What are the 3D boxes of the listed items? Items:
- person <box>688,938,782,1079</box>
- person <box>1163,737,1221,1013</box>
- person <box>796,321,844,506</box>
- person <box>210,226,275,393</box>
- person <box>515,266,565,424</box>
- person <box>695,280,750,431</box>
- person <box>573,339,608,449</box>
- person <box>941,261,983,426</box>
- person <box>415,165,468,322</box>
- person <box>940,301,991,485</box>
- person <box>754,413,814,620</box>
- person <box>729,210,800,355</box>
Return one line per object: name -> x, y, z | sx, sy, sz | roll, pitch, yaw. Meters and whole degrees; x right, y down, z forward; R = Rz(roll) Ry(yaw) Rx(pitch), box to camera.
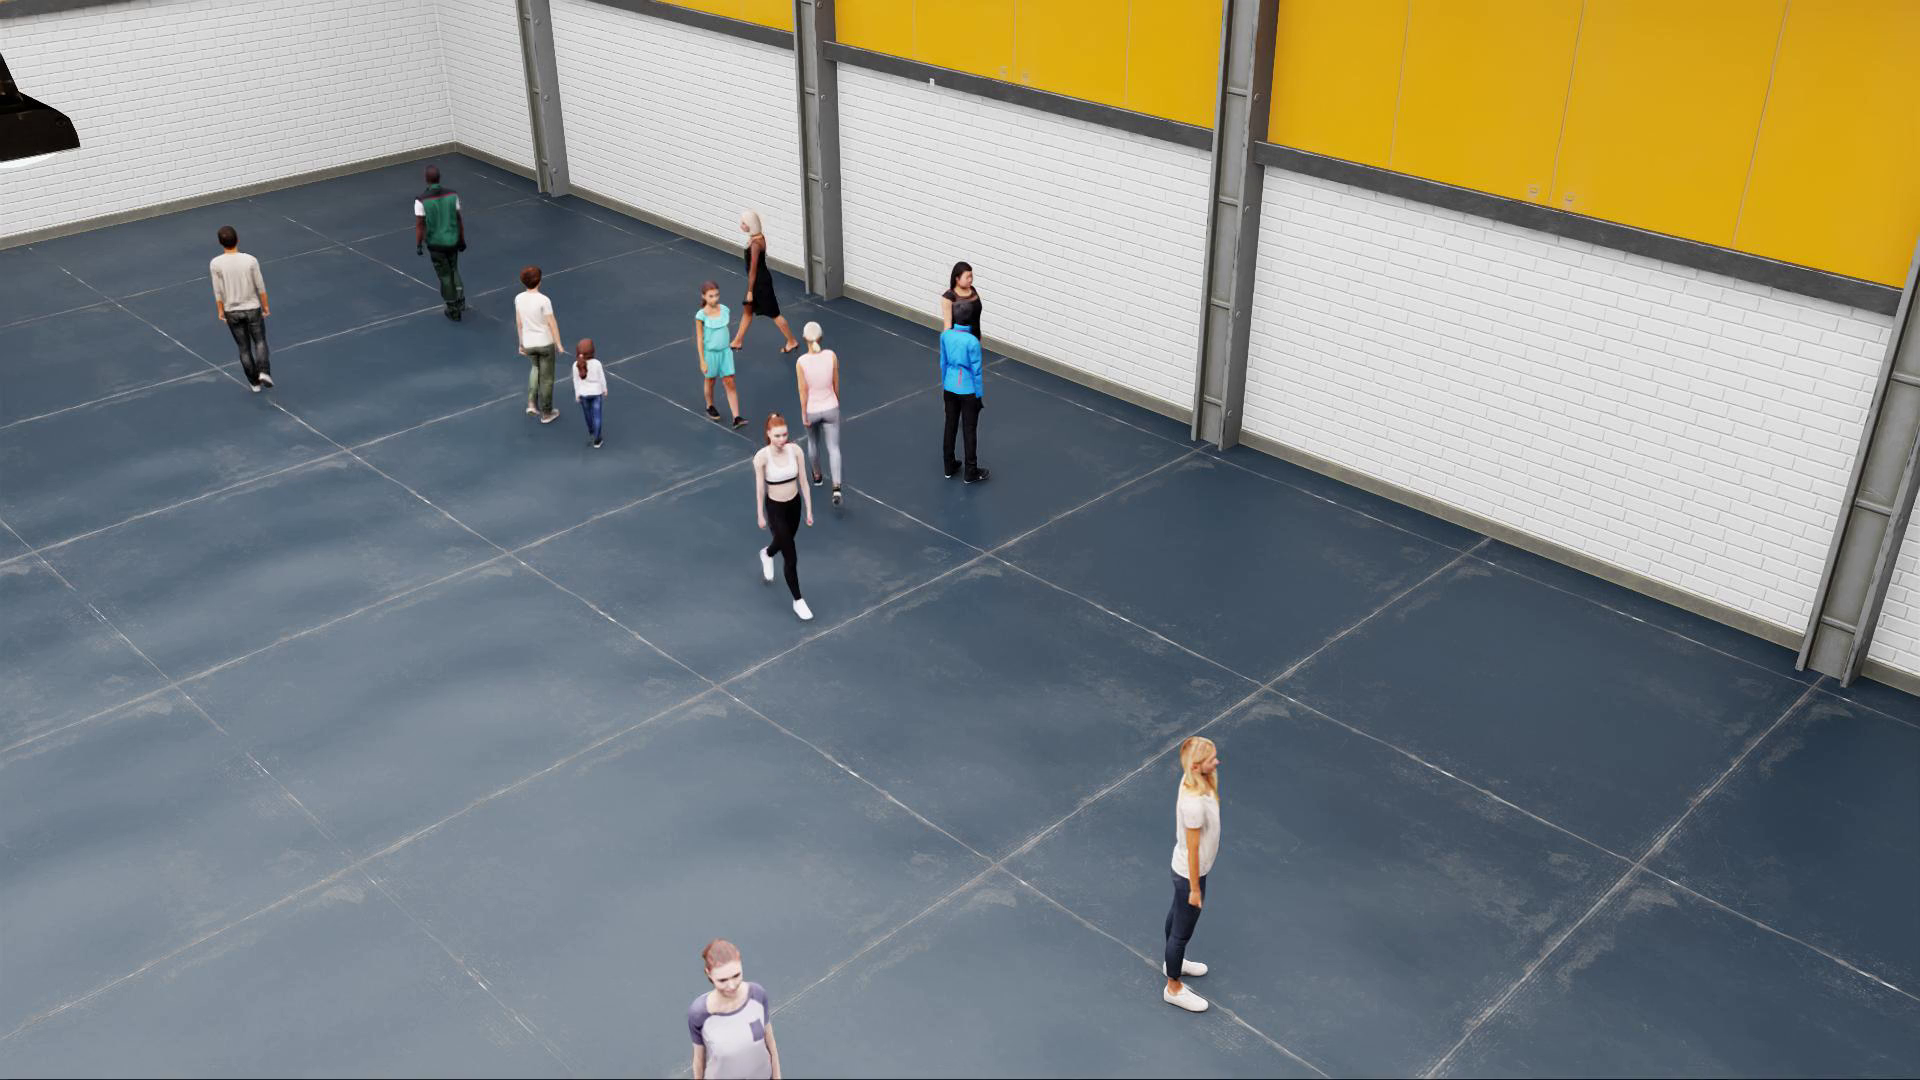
person -> -1.120, 2.653, 8.272 | 0.815, 1.728, 1.170 | -14, 32, -24
person -> 1.321, 1.892, 9.582 | 0.697, 1.809, 0.670 | 4, 29, 7
person -> -1.255, -1.144, 15.265 | 0.961, 1.697, 1.159 | -5, 29, -10
person -> -7.500, -2.372, 17.410 | 0.791, 1.798, 0.854 | -12, 31, -21
person -> -4.281, -1.931, 16.762 | 0.714, 1.644, 0.764 | 9, 30, 16
person -> -2.506, -1.888, 16.816 | 0.714, 1.517, 1.062 | -17, 33, -28
person -> -3.663, -1.447, 16.447 | 0.676, 1.096, 0.742 | -1, 29, -2
person -> 0.000, -1.999, 16.812 | 0.642, 1.716, 0.692 | 19, 34, 31
person -> -5.960, -3.412, 19.288 | 0.678, 1.826, 0.646 | -25, 37, -38
person -> 0.002, -1.396, 15.627 | 0.519, 1.792, 0.699 | 20, 34, 32
person -> -1.481, -0.251, 13.618 | 0.792, 1.706, 1.216 | -16, 32, -27
person -> -2.098, -2.767, 18.259 | 1.116, 1.678, 1.102 | -1, 29, -2
